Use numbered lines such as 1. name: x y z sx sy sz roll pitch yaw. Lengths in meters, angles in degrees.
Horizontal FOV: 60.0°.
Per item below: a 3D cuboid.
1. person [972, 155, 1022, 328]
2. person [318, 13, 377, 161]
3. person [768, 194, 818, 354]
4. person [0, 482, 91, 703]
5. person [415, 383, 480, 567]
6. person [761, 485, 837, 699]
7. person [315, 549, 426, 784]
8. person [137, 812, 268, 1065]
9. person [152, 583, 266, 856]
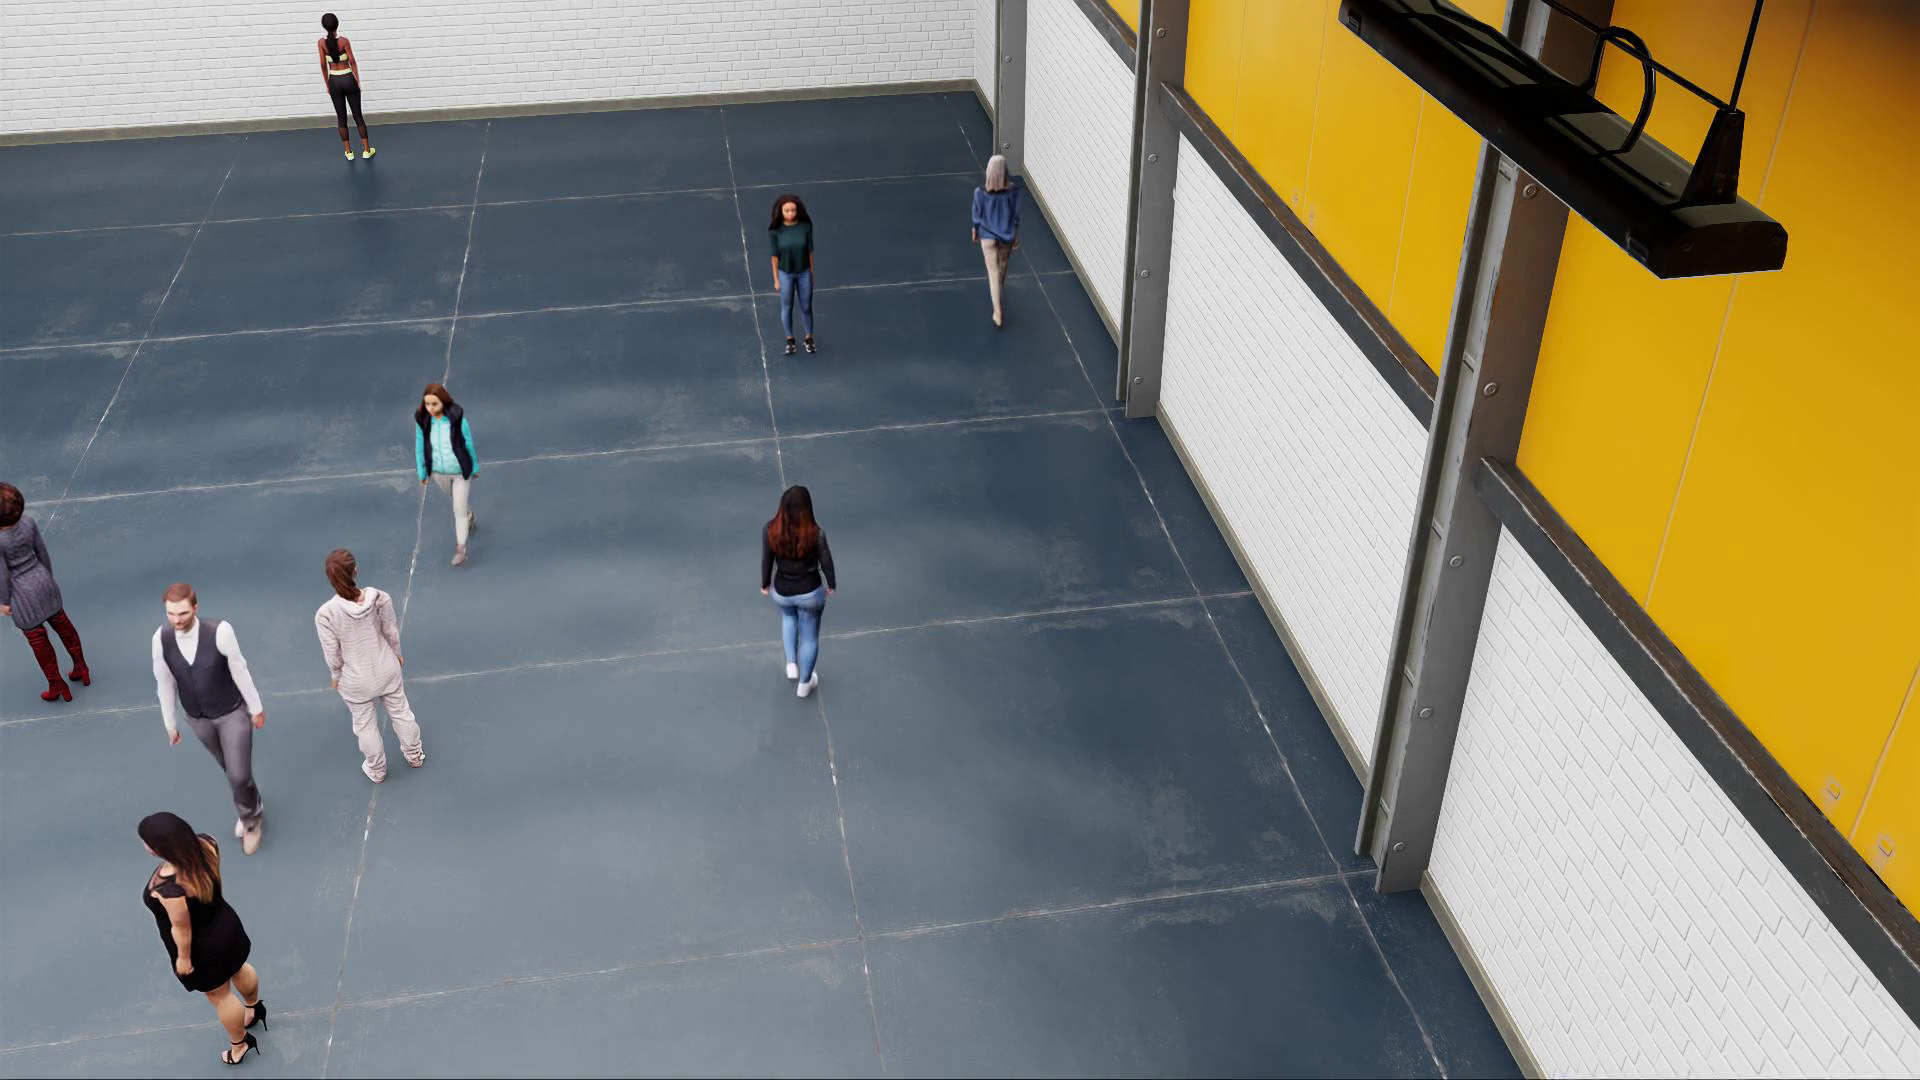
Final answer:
1. person: 0.375 -2.895 16.294 0.613 1.652 1.061 -5 34 -8
2. person: -7.449 -5.476 20.084 0.557 1.753 0.492 -6 34 -9
3. person: -1.573 -2.540 15.797 0.589 1.610 0.573 -7 34 -11
4. person: -6.337 0.353 11.354 0.723 1.712 0.623 12 36 18
5. person: -3.966 -0.593 13.000 0.702 1.464 1.018 1 34 1
6. person: -1.126 0.391 11.376 0.753 1.623 0.751 7 34 10
7. person: -3.802 0.820 10.673 0.720 1.687 0.710 -21 39 -29
8. person: -3.957 2.080 8.751 0.749 1.715 0.595 1 34 1
9. person: -4.519 0.992 10.200 0.755 1.924 0.769 1 34 1
